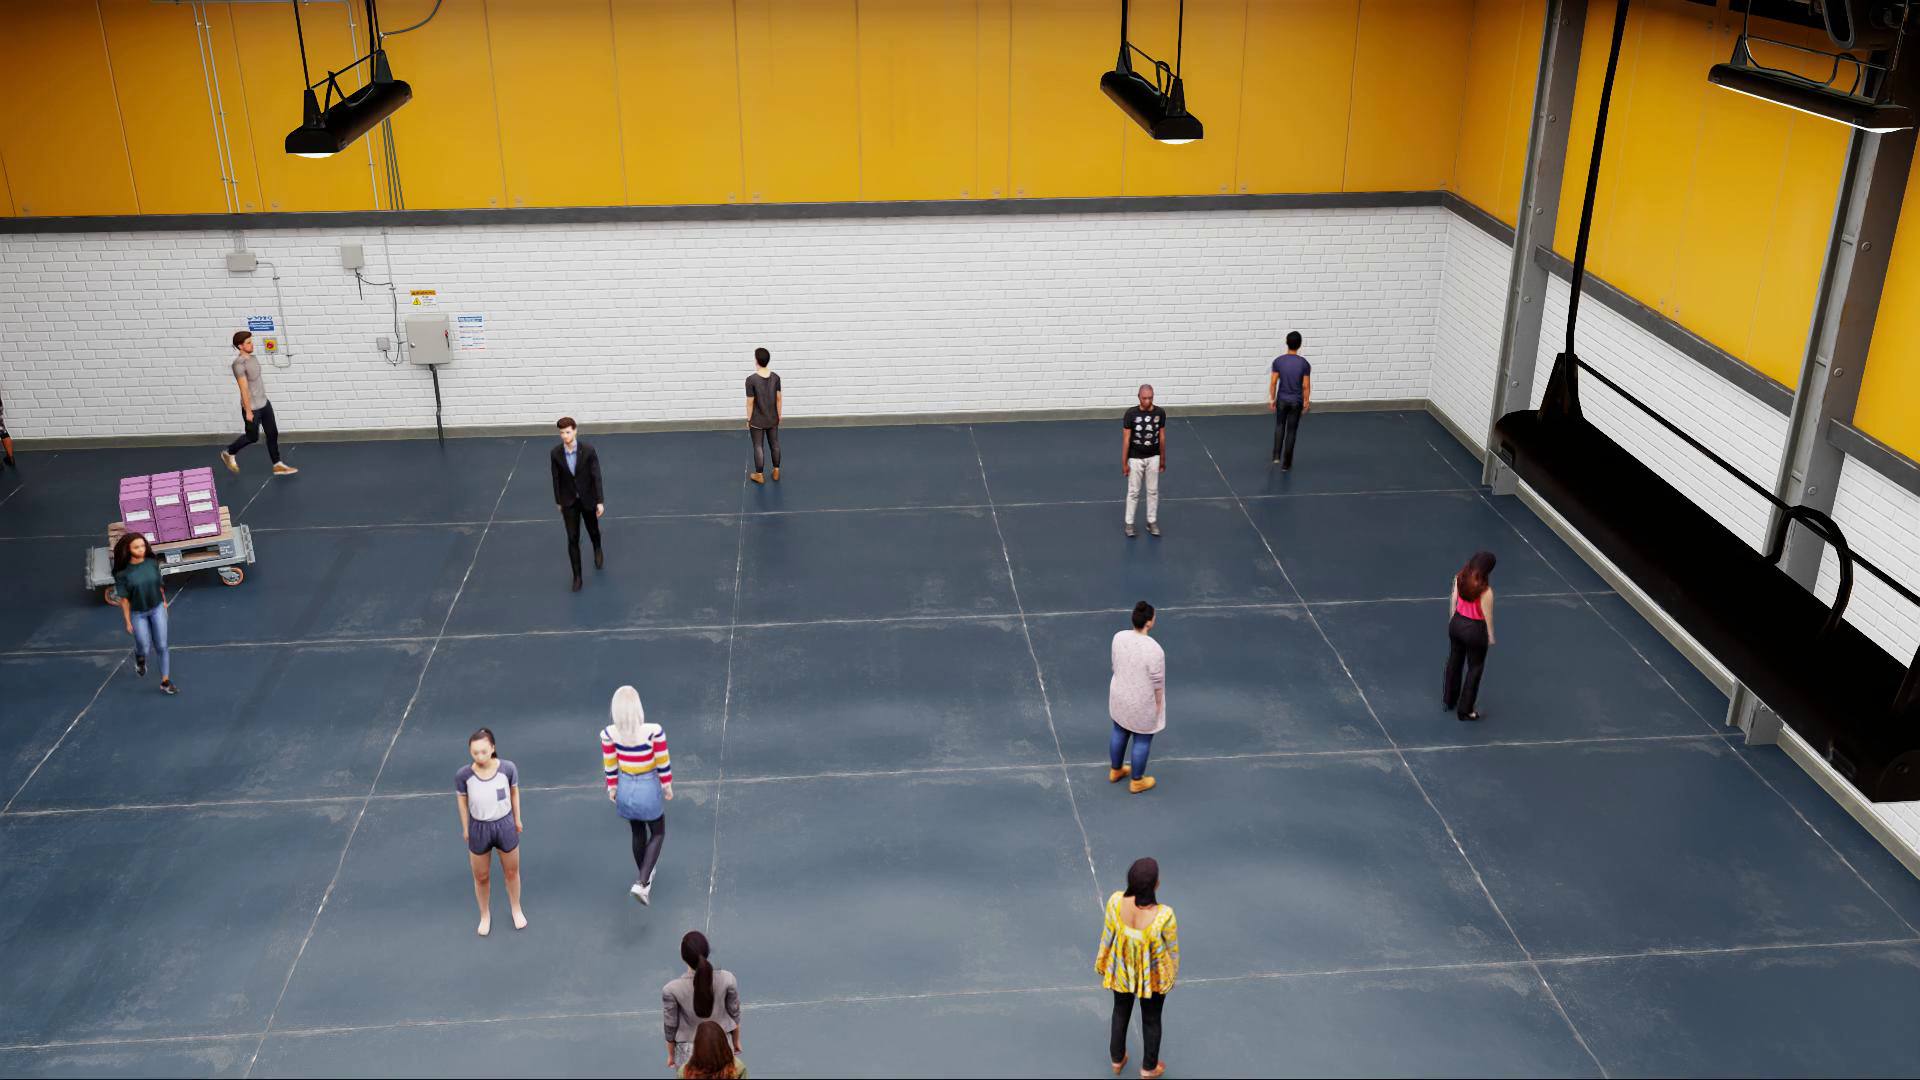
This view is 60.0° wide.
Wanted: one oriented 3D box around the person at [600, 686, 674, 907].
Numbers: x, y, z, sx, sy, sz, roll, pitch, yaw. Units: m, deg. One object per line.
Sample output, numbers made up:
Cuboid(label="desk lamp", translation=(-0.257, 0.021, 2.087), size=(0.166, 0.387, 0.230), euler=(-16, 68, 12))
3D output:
Cuboid(label="person", translation=(-2.415, 1.939, 12.440), size=(0.771, 1.793, 0.957), euler=(3, 24, 6))

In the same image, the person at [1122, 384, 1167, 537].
Cuboid(label="person", translation=(2.098, -0.931, 18.995), size=(0.664, 1.801, 0.602), euler=(-3, 24, -7))

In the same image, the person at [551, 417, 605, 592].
Cuboid(label="person", translation=(-4.056, -0.455, 17.831), size=(0.681, 1.863, 1.160), euler=(-2, 24, -5))

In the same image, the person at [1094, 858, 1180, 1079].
Cuboid(label="person", translation=(1.152, 2.771, 10.710), size=(0.870, 1.654, 0.920), euler=(11, 26, 24))

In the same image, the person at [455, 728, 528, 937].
Cuboid(label="person", translation=(-3.432, 2.126, 12.192), size=(0.632, 1.650, 0.575), euler=(-7, 25, -15))

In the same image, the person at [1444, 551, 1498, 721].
Cuboid(label="person", translation=(4.643, 0.833, 15.140), size=(0.751, 1.657, 0.644), euler=(-20, 30, -38))

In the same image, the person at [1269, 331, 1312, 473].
Cuboid(label="person", translation=(4.100, -1.701, 20.785), size=(0.749, 1.778, 0.750), euler=(9, 25, 20))

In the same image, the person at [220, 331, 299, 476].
Cuboid(label="person", translation=(-8.815, -1.663, 20.587), size=(0.817, 1.868, 1.108), euler=(1, 24, 3))

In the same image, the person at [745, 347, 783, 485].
Cuboid(label="person", translation=(-2.414, -1.543, 20.498), size=(0.692, 1.719, 0.672), euler=(-11, 26, -23))

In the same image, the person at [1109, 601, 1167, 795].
Cuboid(label="person", translation=(1.465, 1.301, 13.963), size=(0.783, 1.743, 0.856), euler=(22, 32, 40))

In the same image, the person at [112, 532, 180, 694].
Cuboid(label="person", translation=(-7.660, 0.665, 15.586), size=(0.928, 1.607, 0.860), euler=(20, 30, 38))

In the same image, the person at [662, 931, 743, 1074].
Cuboid(label="person", translation=(-1.540, 3.070, 9.996), size=(0.680, 1.678, 0.664), euler=(-8, 25, -17))

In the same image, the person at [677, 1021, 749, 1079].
Cuboid(label="person", translation=(-1.407, 3.368, 9.566), size=(0.584, 1.476, 0.509), euler=(-3, 24, -7))
